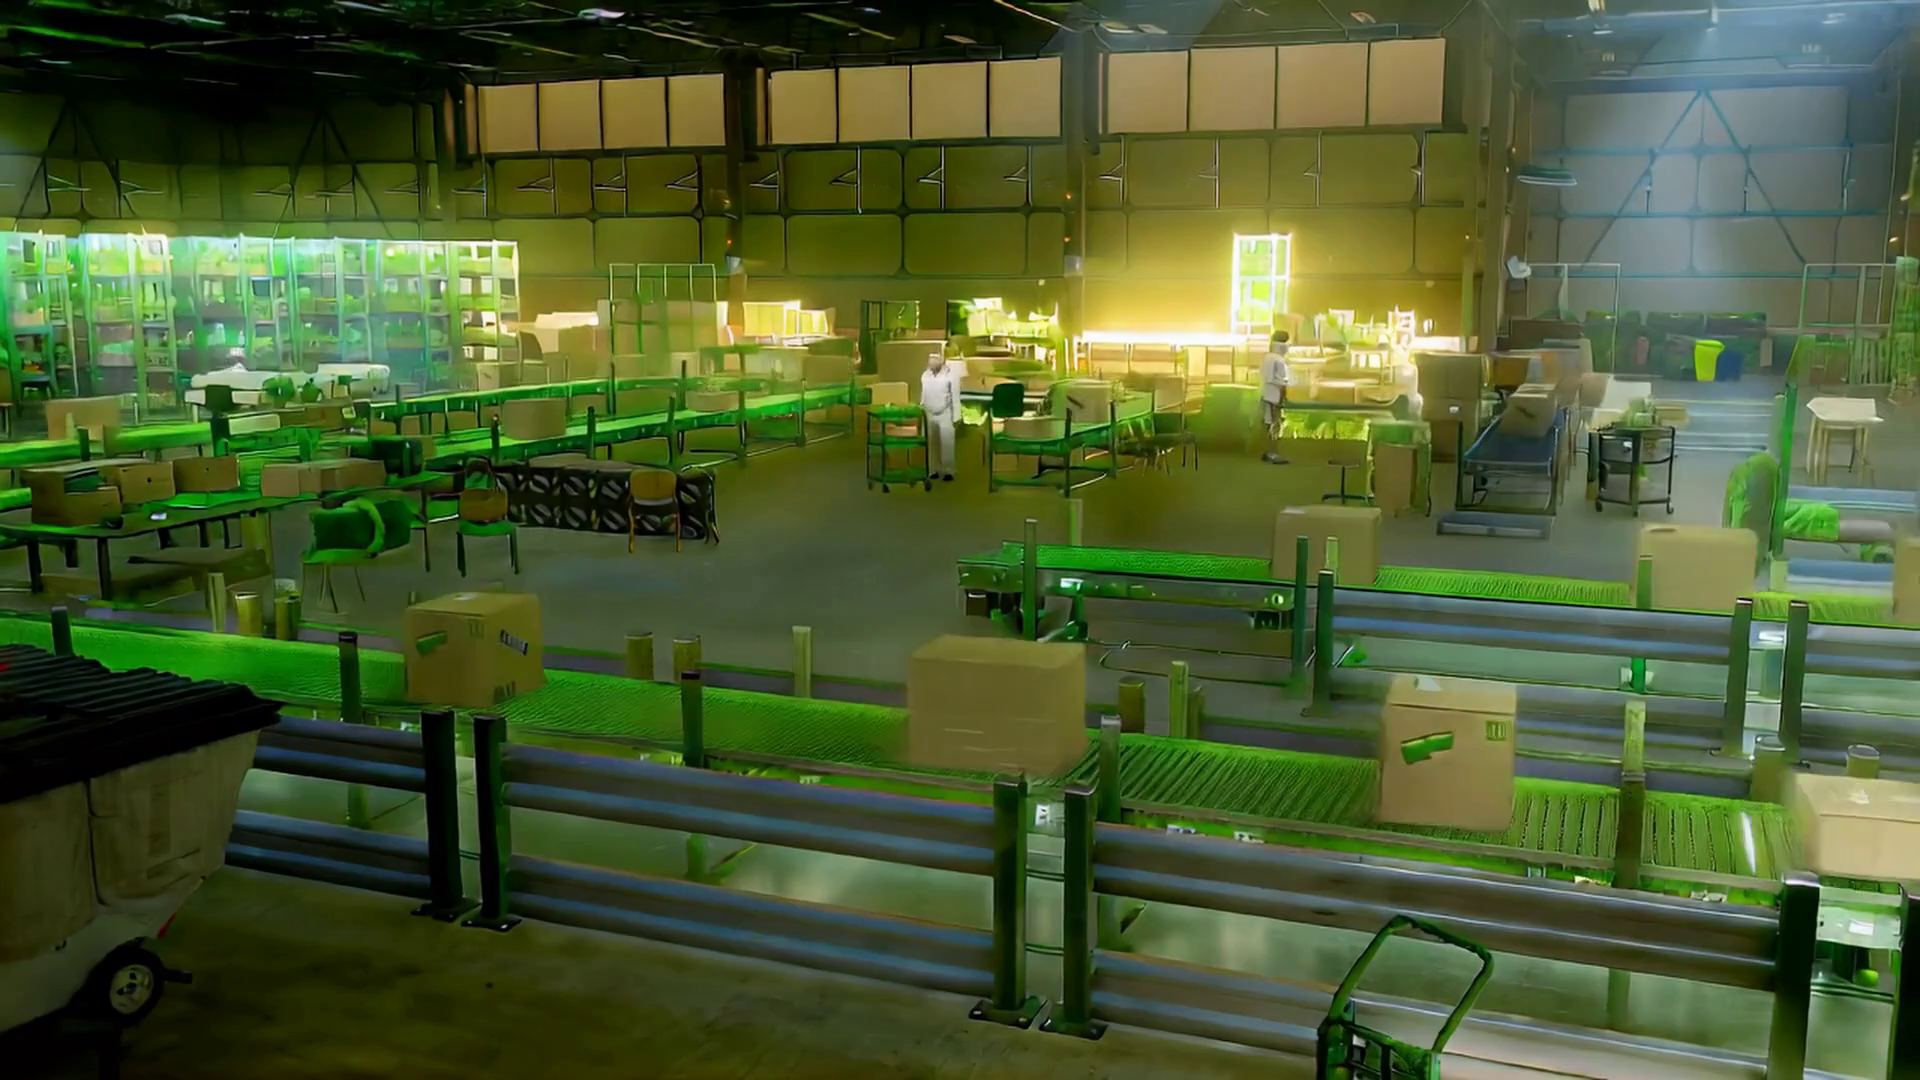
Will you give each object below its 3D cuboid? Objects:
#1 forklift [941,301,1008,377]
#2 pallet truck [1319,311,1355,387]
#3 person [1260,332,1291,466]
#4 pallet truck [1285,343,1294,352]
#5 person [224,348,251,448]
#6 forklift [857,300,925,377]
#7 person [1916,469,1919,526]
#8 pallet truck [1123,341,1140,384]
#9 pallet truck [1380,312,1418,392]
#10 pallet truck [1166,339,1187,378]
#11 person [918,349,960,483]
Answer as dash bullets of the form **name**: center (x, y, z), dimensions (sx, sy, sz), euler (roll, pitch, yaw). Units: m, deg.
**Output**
- **forklift**: center (0.365, -4.966, 41.571), dimensions (1.157, 1.987, 2.680), euler (3, 10, 20)
- **pallet truck**: center (9.071, -4.419, 39.190), dimensions (0.823, 1.965, 1.885), euler (5, 10, 26)
- **person**: center (4.805, -2.136, 25.248), dimensions (0.392, 2.035, 0.605), euler (-4, 10, -20)
- **pallet truck**: center (7.886, -4.163, 39.743), dimensions (0.653, 1.274, 1.630), euler (4, 10, 22)
- **person**: center (-11.447, -2.191, 26.526), dimensions (0.539, 1.719, 0.899), euler (4, 10, 21)
- **forklift**: center (-1.732, -5.109, 42.468), dimensions (1.157, 1.987, 2.680), euler (4, 10, 22)
- **person**: center (8.587, -0.257, 14.513), dimensions (0.431, 1.816, 0.606), euler (4, 10, 21)
- **pallet truck**: center (4.445, -4.380, 41.279), dimensions (0.680, 1.201, 1.601), euler (4, 10, 22)
- **pallet truck**: center (10.207, -4.283, 38.369), dimensions (0.823, 1.965, 1.885), euler (3, 10, 20)
- **pallet truck**: center (5.418, -4.269, 40.420), dimensions (0.704, 1.261, 1.522), euler (3, 10, 20)
- **person**: center (-0.300, -1.739, 23.321), dimensions (0.658, 1.886, 0.401), euler (7, 12, 35)
